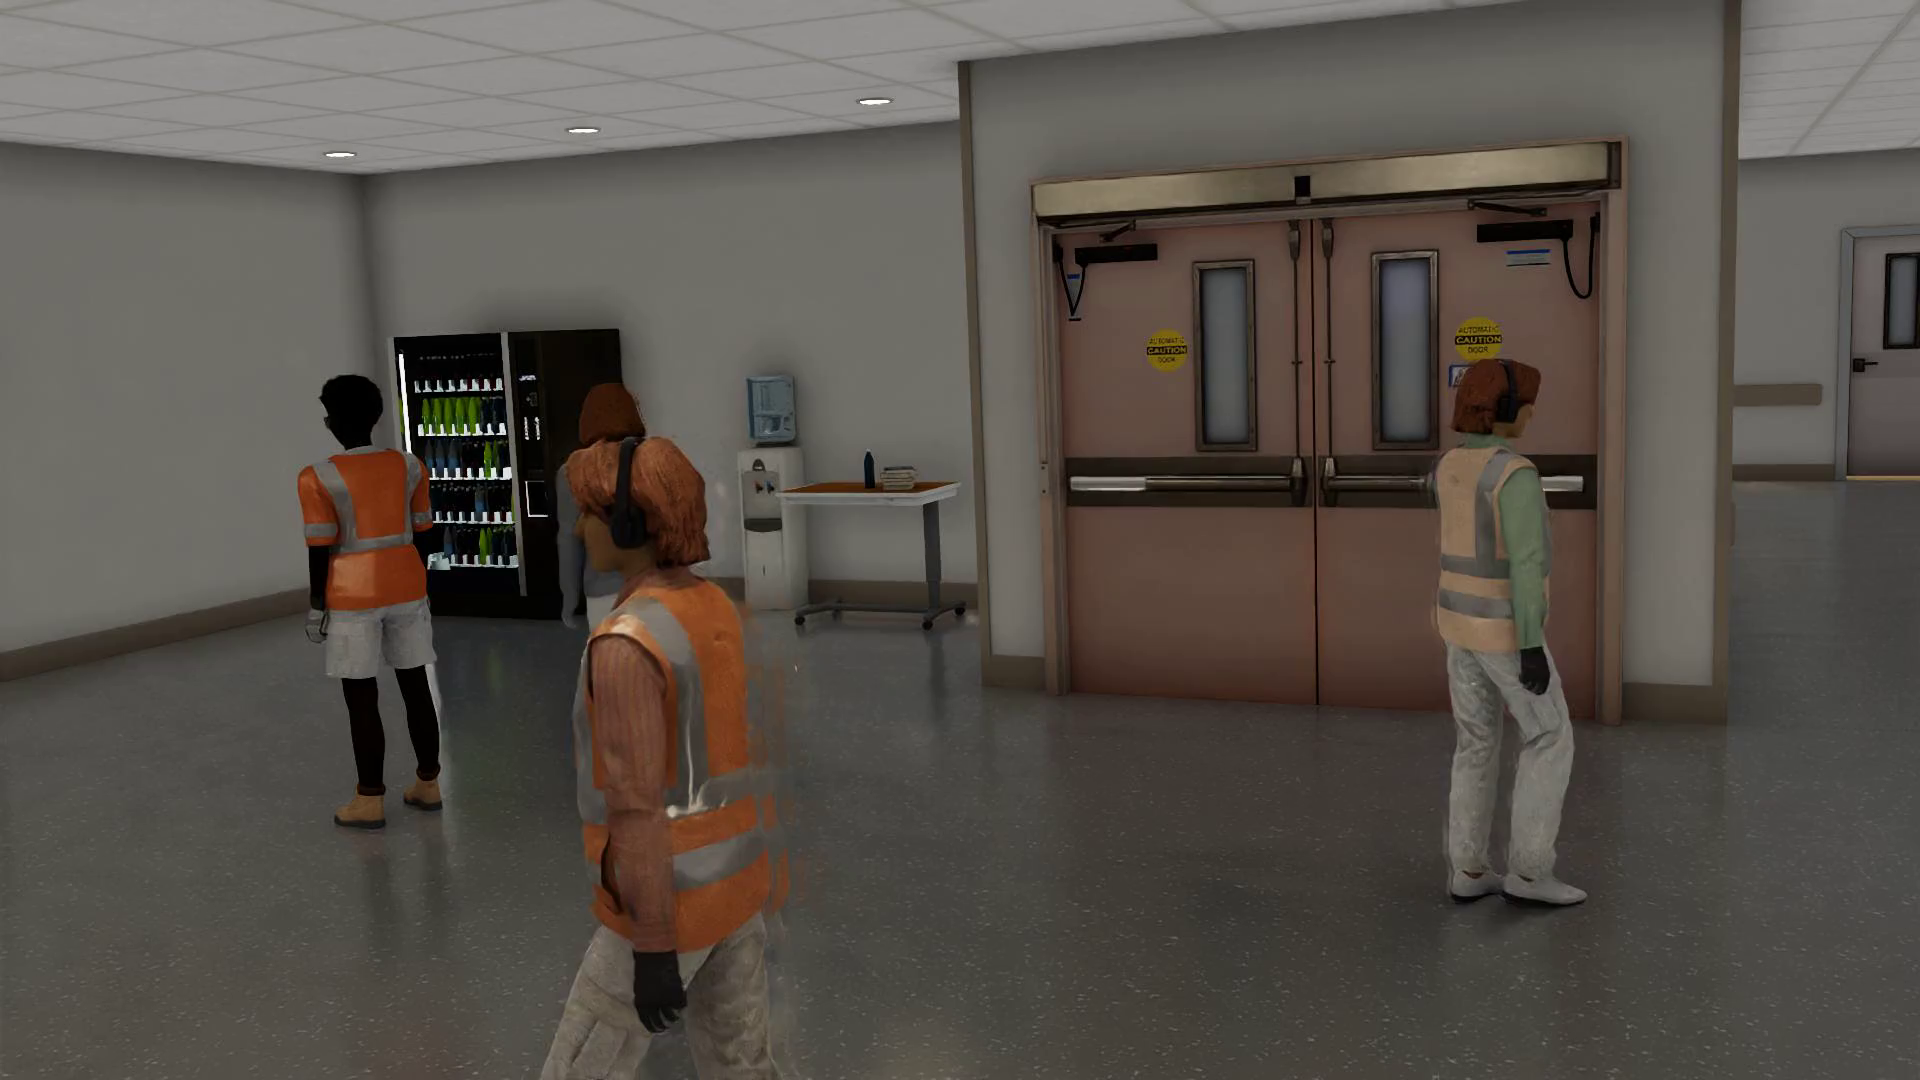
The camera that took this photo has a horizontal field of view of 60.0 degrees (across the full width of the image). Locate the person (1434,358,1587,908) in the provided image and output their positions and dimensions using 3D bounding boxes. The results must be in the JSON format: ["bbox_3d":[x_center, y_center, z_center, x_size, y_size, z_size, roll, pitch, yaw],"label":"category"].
[{"bbox_3d":[1.620,0.281,4.878,0.450,1.625,0.555,-4,8,-11],"label":"person"}]

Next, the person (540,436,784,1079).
[{"bbox_3d":[-0.567,0.632,2.870,0.610,1.617,0.548,-1,8,12],"label":"person"}]

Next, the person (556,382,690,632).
[{"bbox_3d":[-1.282,0.206,6.381,0.493,1.618,0.362,-8,9,-35],"label":"person"}]

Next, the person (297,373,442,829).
[{"bbox_3d":[-2.203,0.226,6.233,0.319,1.698,0.532,4,9,38],"label":"person"}]
